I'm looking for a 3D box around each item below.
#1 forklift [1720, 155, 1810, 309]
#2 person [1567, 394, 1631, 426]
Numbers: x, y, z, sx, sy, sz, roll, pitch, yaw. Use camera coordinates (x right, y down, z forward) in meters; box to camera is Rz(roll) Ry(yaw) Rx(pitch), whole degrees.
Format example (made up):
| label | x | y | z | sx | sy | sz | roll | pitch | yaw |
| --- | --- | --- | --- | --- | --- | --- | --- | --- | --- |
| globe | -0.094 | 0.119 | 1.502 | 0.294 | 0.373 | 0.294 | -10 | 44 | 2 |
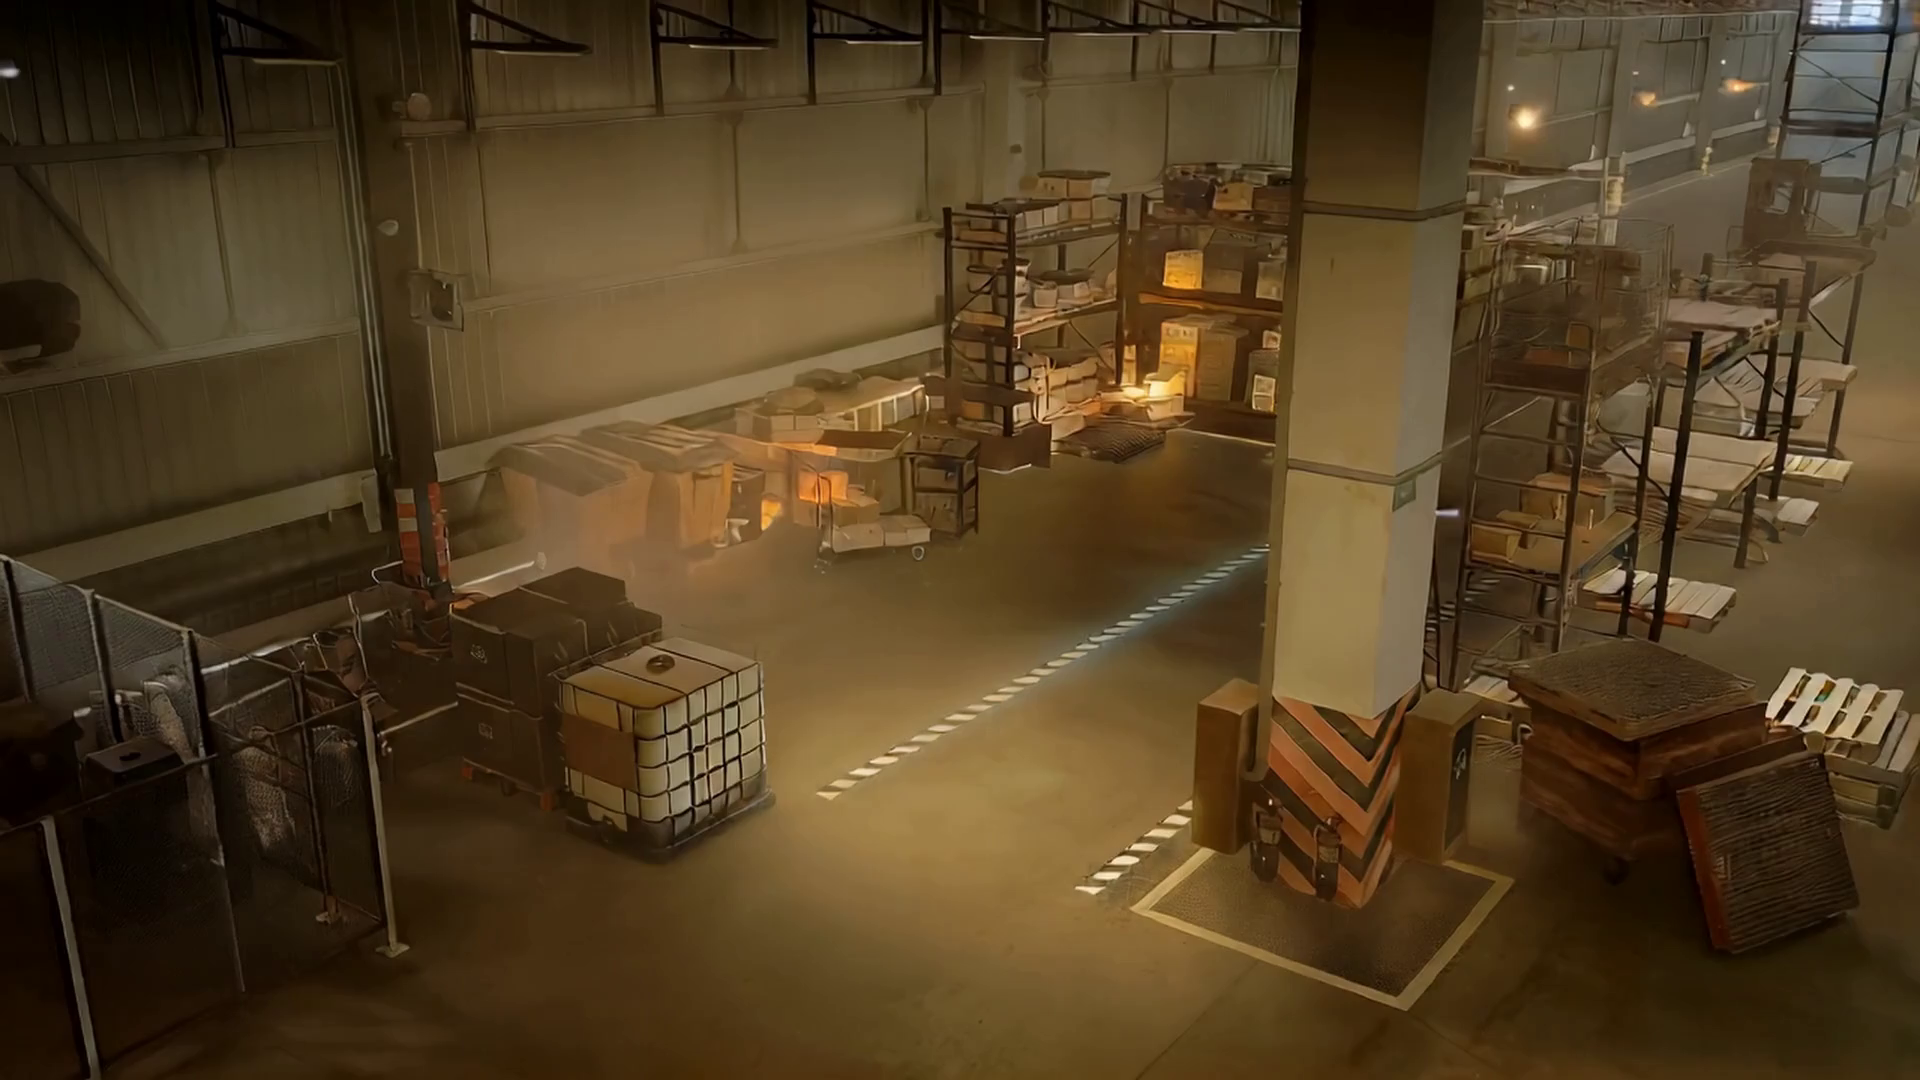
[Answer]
| label | x | y | z | sx | sy | sz | roll | pitch | yaw |
| --- | --- | --- | --- | --- | --- | --- | --- | --- | --- |
| forklift | 15.343 | -5.840 | 31.495 | 1.129 | 2.768 | 1.873 | 13 | 22 | 34 |
| person | 8.769 | -2.484 | 22.780 | 0.957 | 1.909 | 0.643 | 8 | 20 | 24 |
